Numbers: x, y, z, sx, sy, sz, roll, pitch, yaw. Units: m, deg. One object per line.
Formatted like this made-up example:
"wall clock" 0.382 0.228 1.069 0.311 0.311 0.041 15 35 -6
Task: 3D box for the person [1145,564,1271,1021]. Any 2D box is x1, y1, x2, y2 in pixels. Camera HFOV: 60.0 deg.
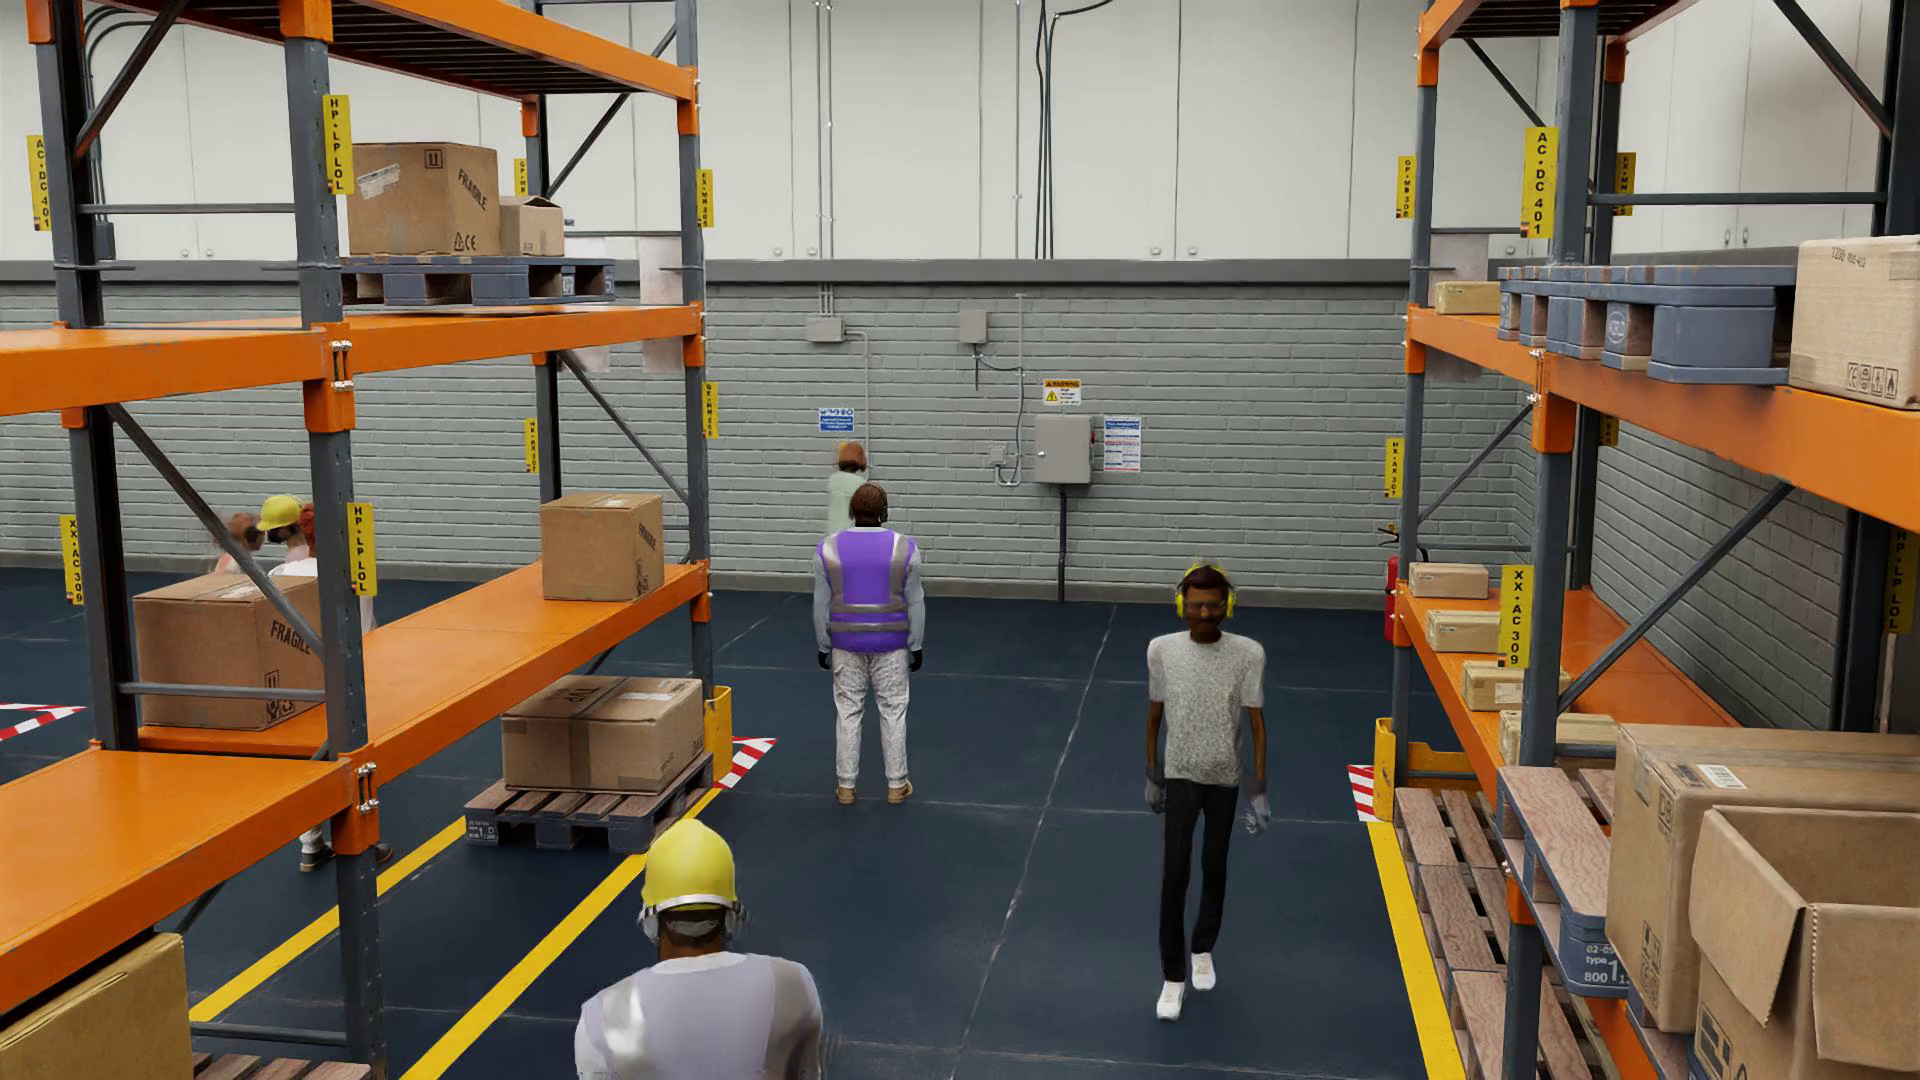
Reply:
"person" 1.013 1.020 6.806 0.524 1.840 0.781 1 9 7

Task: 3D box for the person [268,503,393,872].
"person" -3.180 0.746 8.382 0.585 1.881 0.337 2 9 10

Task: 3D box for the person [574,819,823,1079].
"person" -0.602 1.526 3.892 0.604 1.772 0.969 -3 10 -20

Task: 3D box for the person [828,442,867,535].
"person" -0.960 -0.017 13.915 0.448 1.607 0.569 -7 12 -38

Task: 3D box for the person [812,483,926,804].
"person" -0.510 0.591 9.466 0.633 1.843 0.429 0 9 1
